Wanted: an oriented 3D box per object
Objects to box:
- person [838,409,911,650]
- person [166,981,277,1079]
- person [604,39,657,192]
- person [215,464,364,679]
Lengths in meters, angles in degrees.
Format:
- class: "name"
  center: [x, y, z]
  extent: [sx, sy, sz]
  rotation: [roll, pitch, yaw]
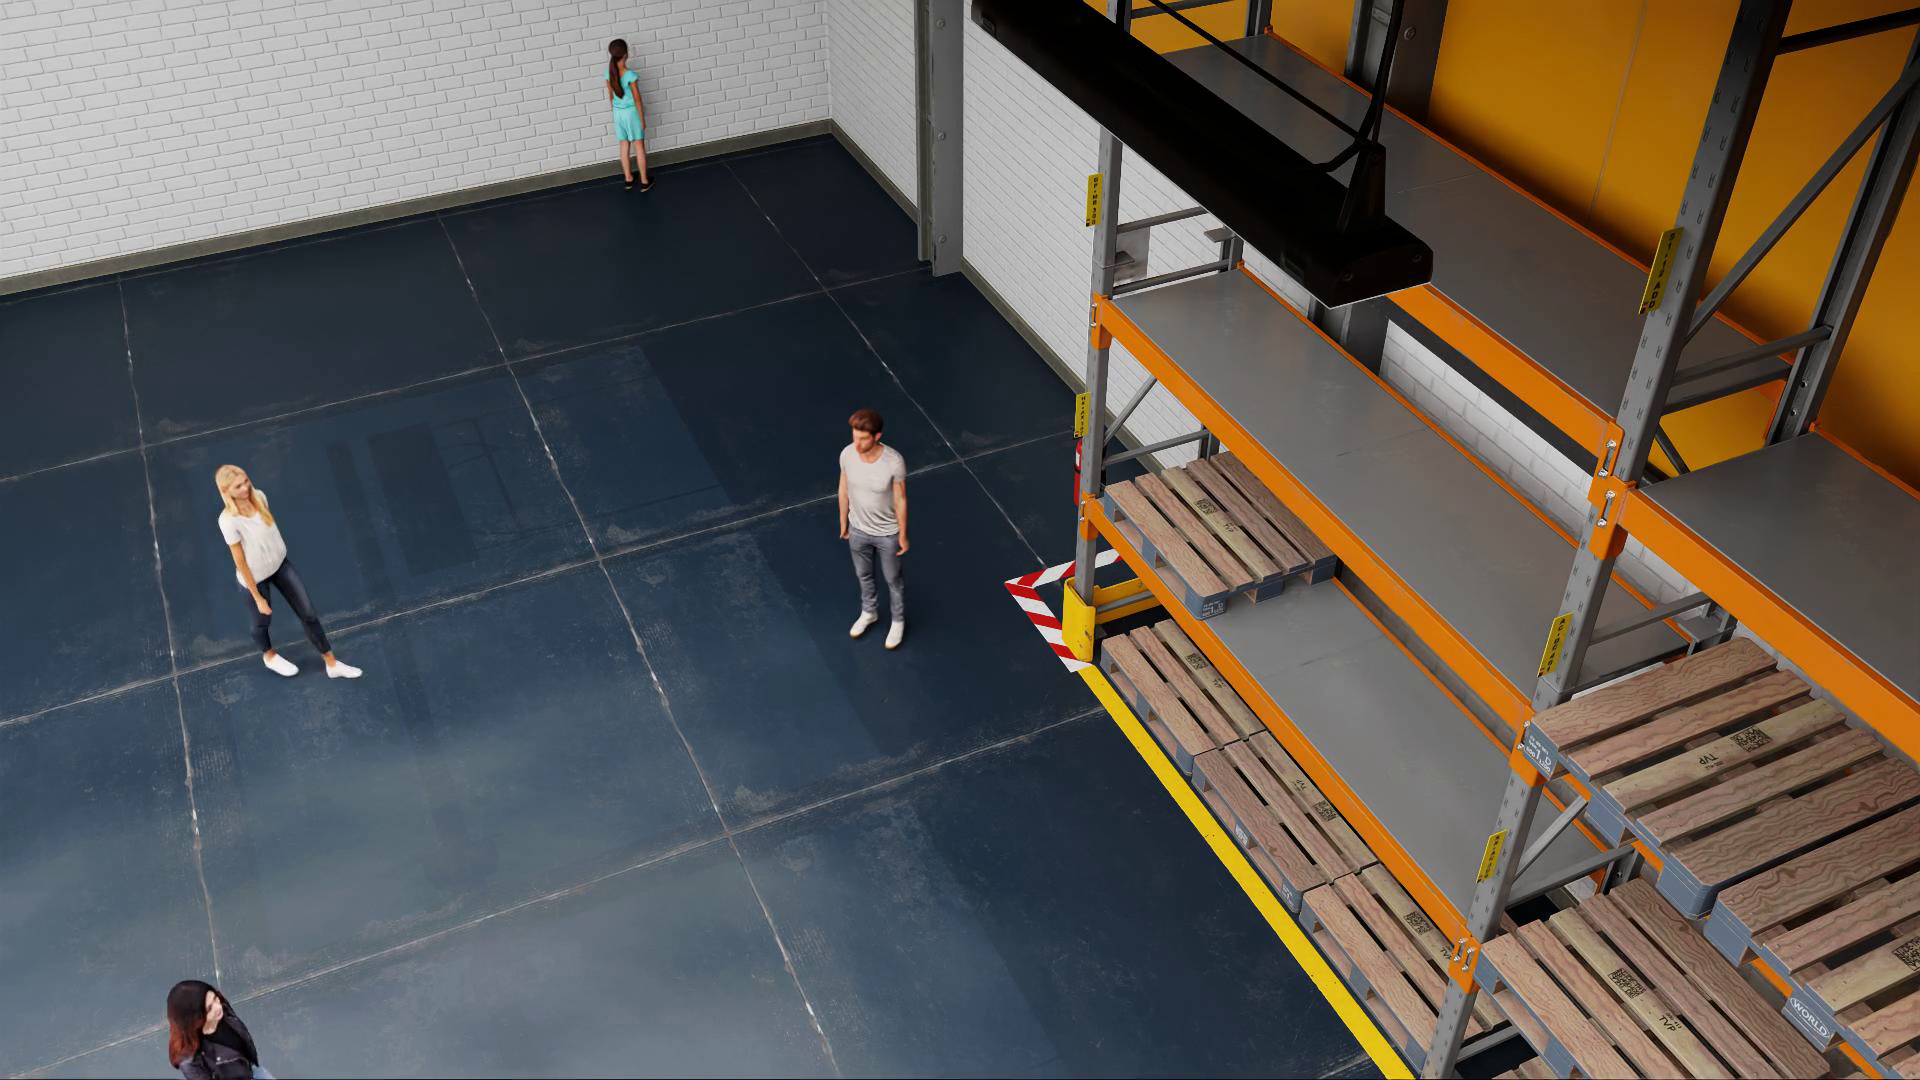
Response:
- class: "person"
  center: [-0.566, -0.103, 11.279]
  extent: [0.740, 1.889, 0.802]
  rotation: [14, 41, 16]
- class: "person"
  center: [-3.605, 2.690, 8.016]
  extent: [1.007, 1.598, 1.120]
  rotation: [0, 39, 0]
- class: "person"
  center: [-3.353, -4.286, 16.780]
  extent: [0.651, 1.562, 0.717]
  rotation: [13, 40, 16]
- class: "person"
  center: [-4.656, 0.230, 10.949]
  extent: [1.058, 1.782, 0.995]
  rotation: [13, 41, 16]
